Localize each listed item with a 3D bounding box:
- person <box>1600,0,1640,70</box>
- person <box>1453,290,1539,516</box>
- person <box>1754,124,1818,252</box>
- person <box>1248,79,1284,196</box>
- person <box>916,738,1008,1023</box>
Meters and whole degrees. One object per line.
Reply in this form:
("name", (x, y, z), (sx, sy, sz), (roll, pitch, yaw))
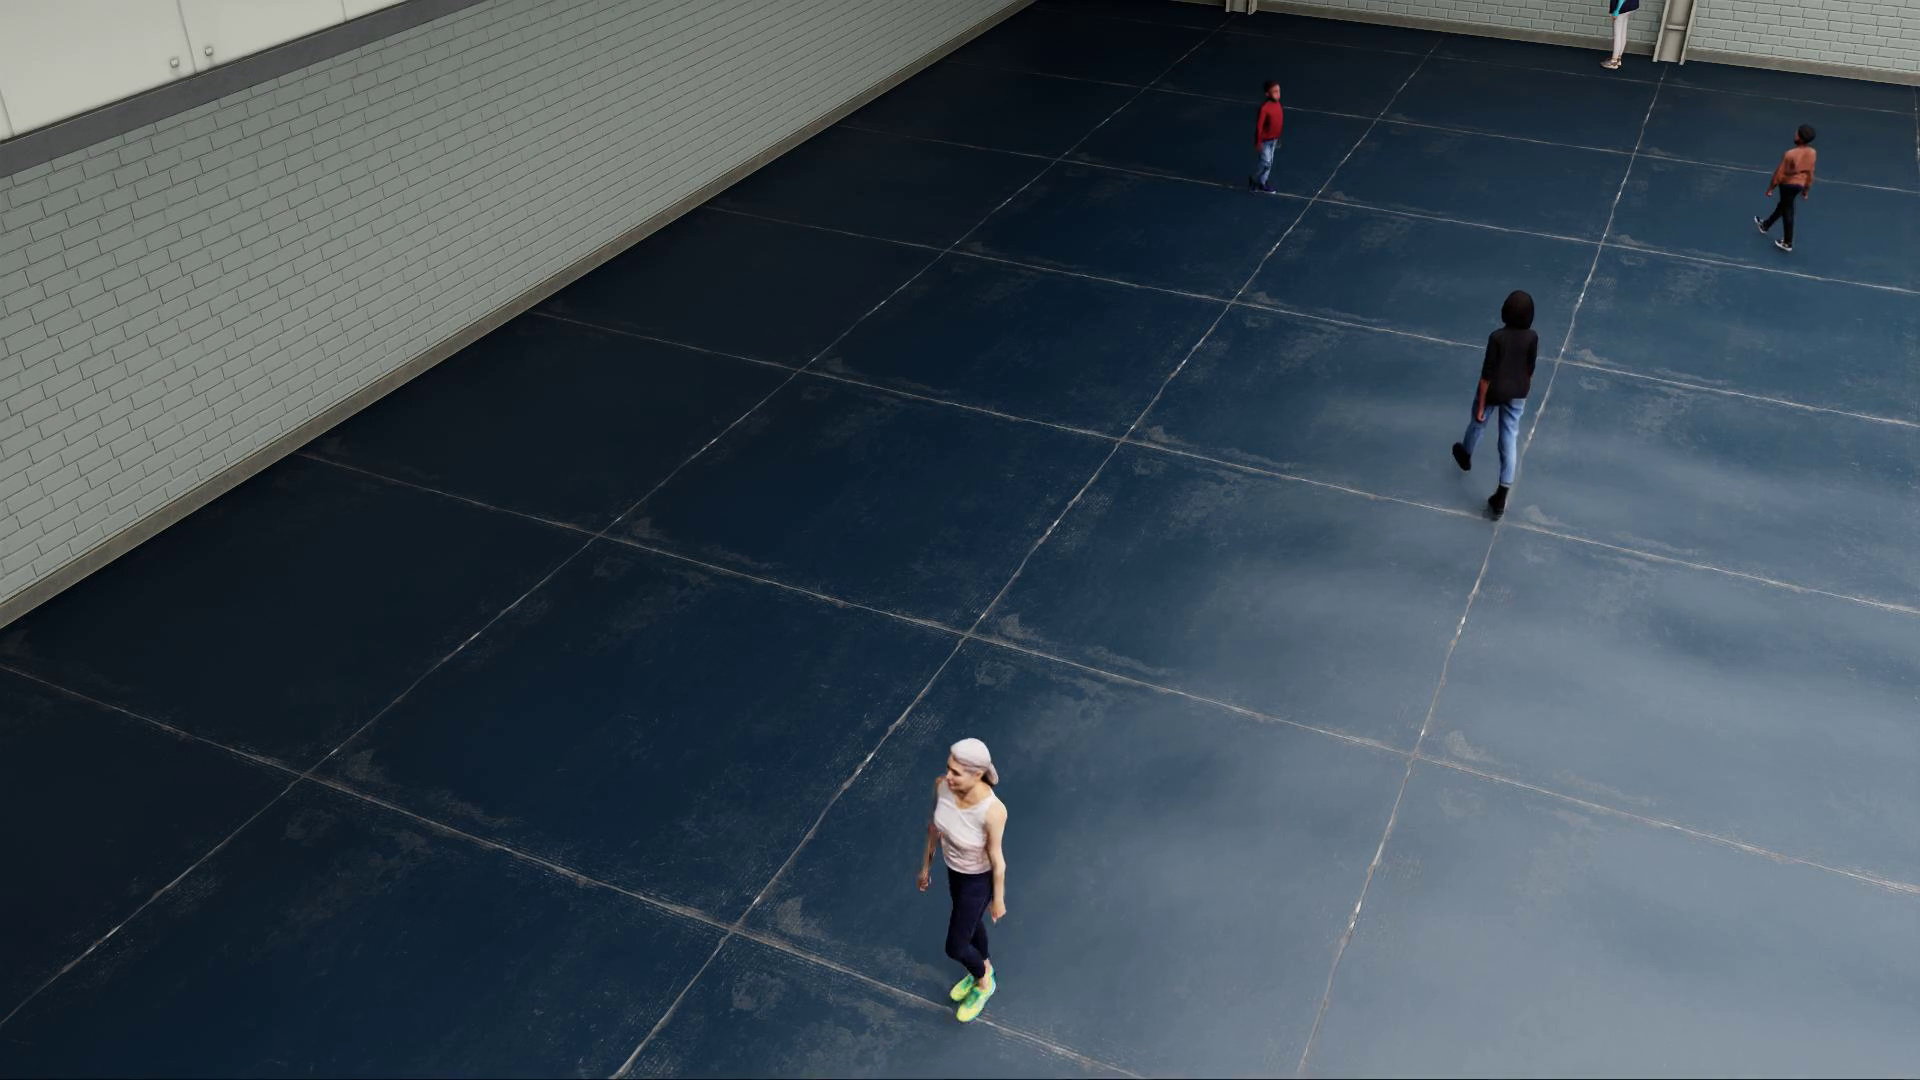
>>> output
("person", (8.743, -6.997, 21.902), (0.649, 1.500, 0.632), (23, 39, 32))
("person", (4.000, -0.974, 12.204), (1.153, 1.660, 0.977), (0, 32, 0))
("person", (8.338, -3.496, 16.612), (0.889, 1.221, 0.912), (-8, 33, -12))
("person", (3.276, -4.354, 17.947), (0.586, 1.248, 0.562), (26, 41, 35))
("person", (0.123, 1.600, 8.098), (0.792, 1.686, 0.712), (-21, 38, -29))
